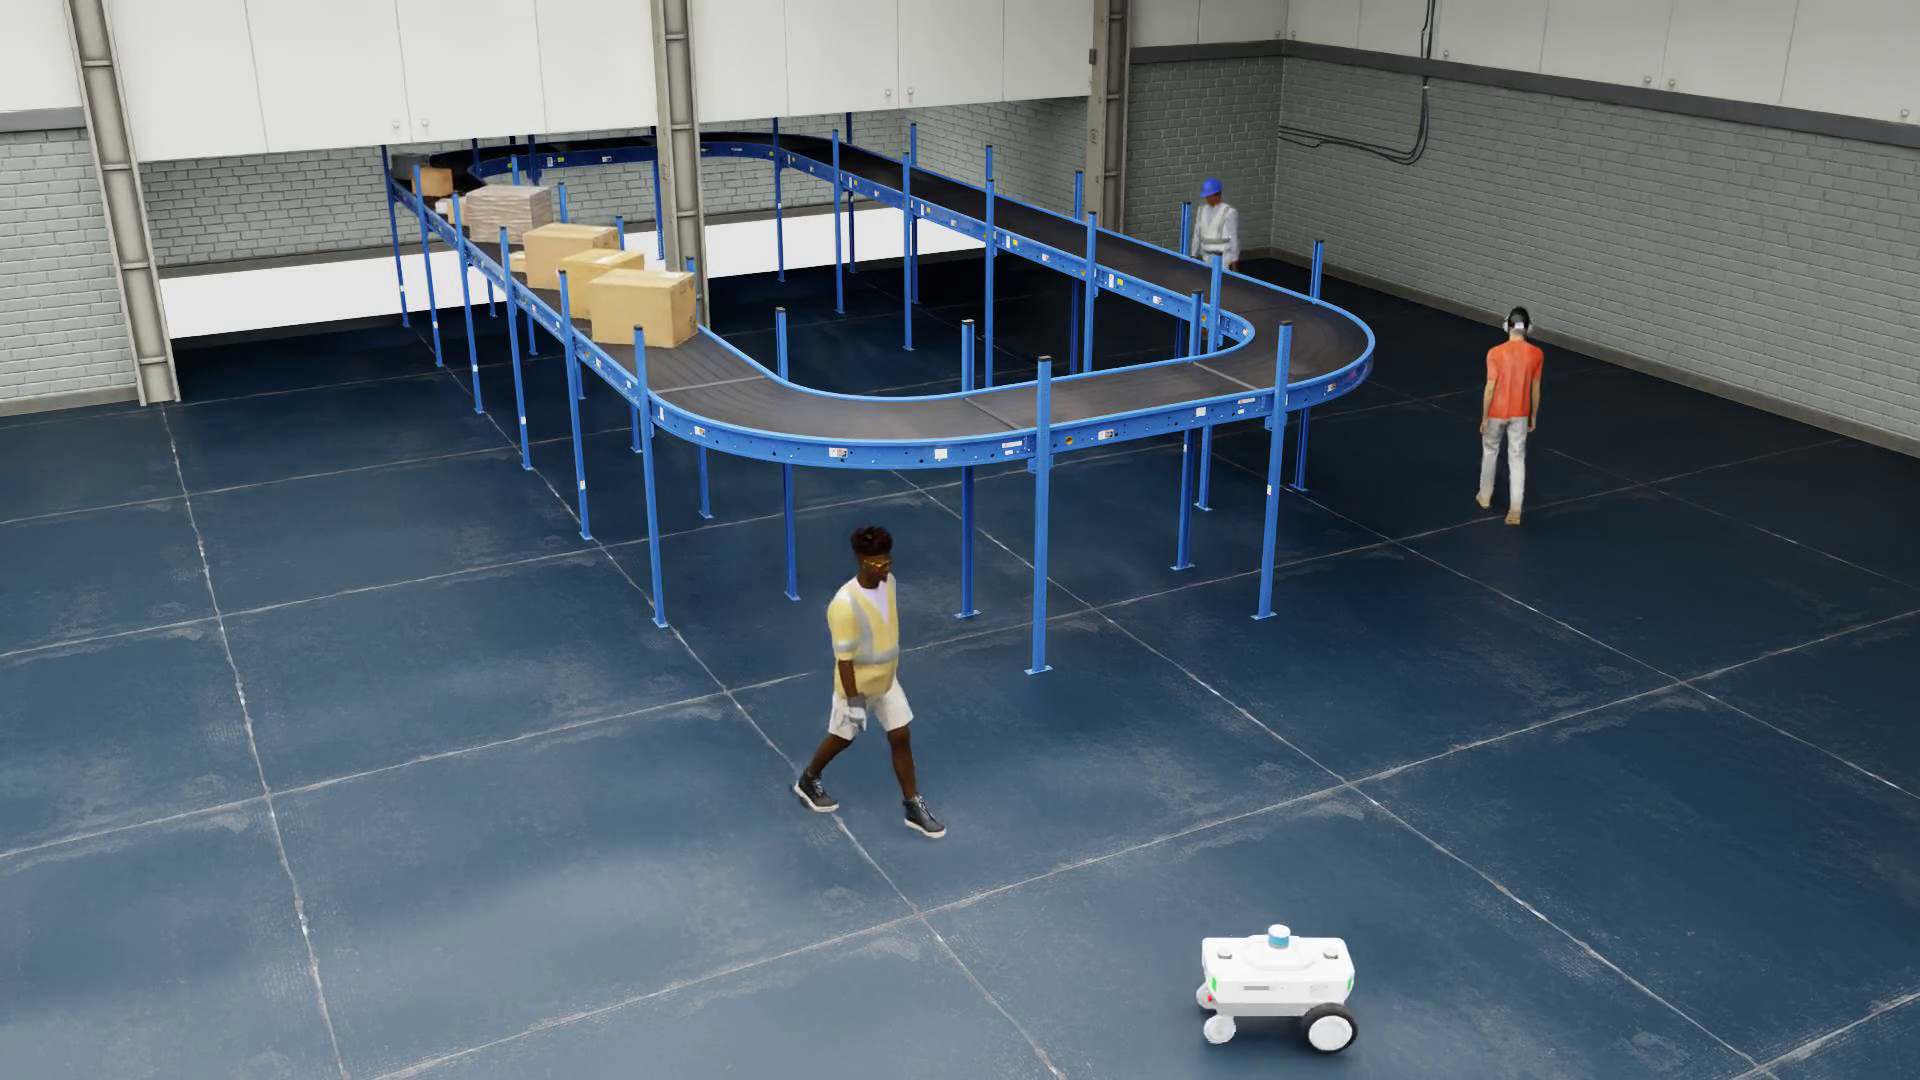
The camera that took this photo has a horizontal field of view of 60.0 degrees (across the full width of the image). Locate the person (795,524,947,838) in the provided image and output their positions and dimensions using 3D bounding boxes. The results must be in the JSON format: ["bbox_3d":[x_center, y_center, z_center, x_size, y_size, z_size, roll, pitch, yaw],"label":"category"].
[{"bbox_3d":[-0.570,0.795,9.721,1.006,1.922,0.606,14,26,30],"label":"person"}]

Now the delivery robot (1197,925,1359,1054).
[{"bbox_3d":[1.570,2.170,8.149,0.797,0.608,0.499,0,22,0],"label":"delivery robot"}]

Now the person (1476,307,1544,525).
[{"bbox_3d":[4.762,-1.077,14.397,0.487,1.884,0.894,2,22,6],"label":"person"}]

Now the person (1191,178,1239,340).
[{"bbox_3d":[2.996,-3.400,20.075,0.716,1.918,0.625,-15,26,-32],"label":"person"}]
